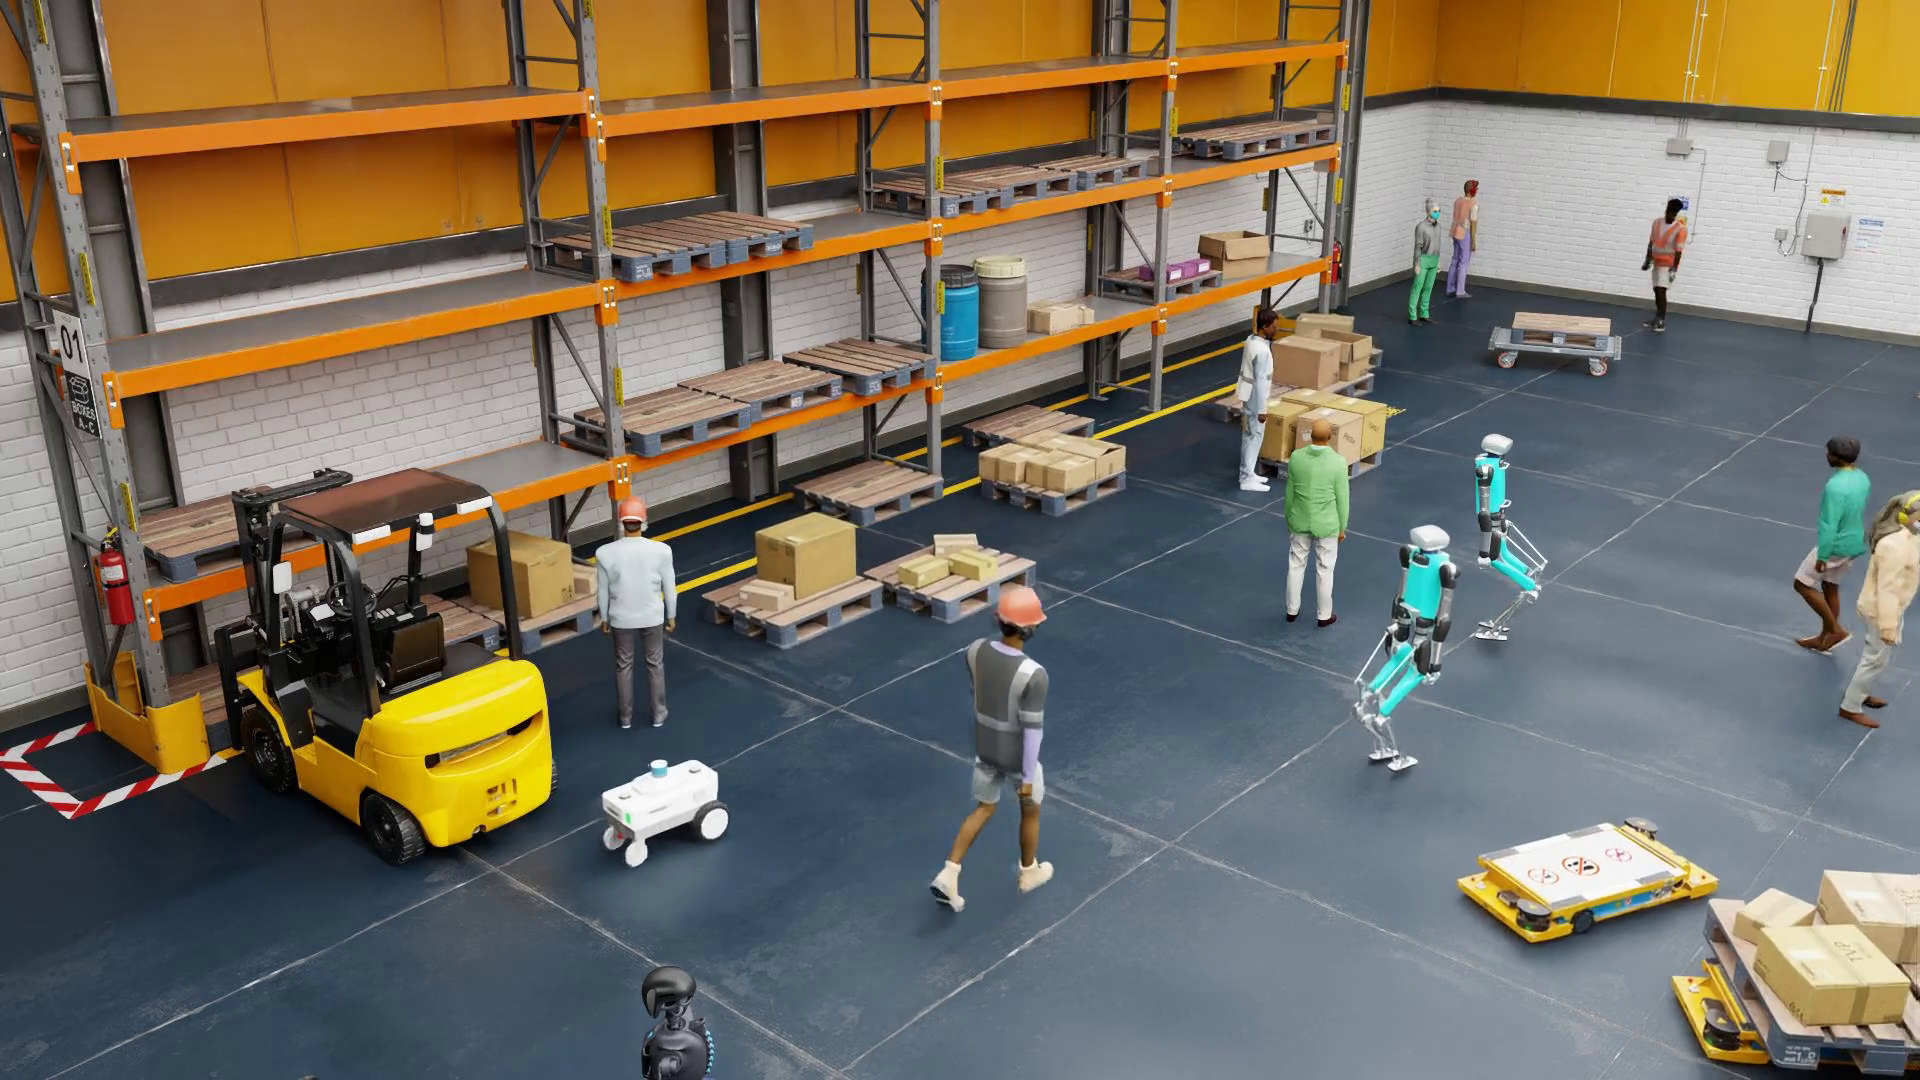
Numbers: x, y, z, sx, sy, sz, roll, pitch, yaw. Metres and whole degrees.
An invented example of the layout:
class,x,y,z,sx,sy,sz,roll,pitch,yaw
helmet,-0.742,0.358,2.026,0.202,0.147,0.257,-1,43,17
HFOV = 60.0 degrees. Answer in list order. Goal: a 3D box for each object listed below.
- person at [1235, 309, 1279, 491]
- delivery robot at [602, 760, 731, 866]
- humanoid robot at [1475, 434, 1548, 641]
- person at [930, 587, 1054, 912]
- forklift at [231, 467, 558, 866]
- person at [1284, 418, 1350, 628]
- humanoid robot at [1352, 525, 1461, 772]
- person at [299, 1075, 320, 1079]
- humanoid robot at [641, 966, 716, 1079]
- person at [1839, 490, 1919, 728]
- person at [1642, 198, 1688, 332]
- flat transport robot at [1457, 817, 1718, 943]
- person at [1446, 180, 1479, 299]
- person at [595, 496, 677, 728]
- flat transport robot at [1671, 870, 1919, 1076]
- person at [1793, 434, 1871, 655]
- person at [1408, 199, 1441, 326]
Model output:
class,x,y,z,sx,sy,sz,roll,pitch,yaw
person,3.045,-1.439,17.092,0.418,1.906,0.596,0,20,0
delivery robot,-1.879,1.681,10.580,0.774,0.592,0.499,-17,26,-39
humanoid robot,4.409,0.006,13.222,0.735,1.677,0.533,10,23,26
person,0.222,1.242,9.681,0.609,2.011,0.860,16,26,37
forklift,-3.730,0.710,10.856,2.313,2.155,1.214,17,26,38
person,2.940,-0.142,13.751,0.538,1.784,0.383,10,23,26
humanoid robot,2.936,0.766,11.248,0.687,1.728,0.536,-8,22,-22
person,-2.209,2.704,5.818,0.351,1.935,0.634,-7,21,-19
humanoid robot,-1.130,2.466,6.815,0.315,1.657,0.599,-1,20,-2
person,6.674,0.487,11.961,0.391,1.843,0.666,15,25,34
person,10.142,-3.964,23.903,0.452,1.923,0.661,-5,21,-14
flat transport robot,3.787,2.039,10.027,1.431,0.231,0.659,-9,22,-22
person,7.878,-4.710,26.058,0.392,1.837,0.557,-5,21,-14
person,-2.324,0.525,12.006,0.572,1.738,0.351,-4,21,-10
flat transport robot,4.583,2.514,8.740,1.431,0.231,0.659,2,20,6
person,6.902,0.059,13.129,0.531,1.832,0.462,-13,24,-31
person,6.816,-4.055,24.278,0.507,1.837,0.341,-13,24,-31
